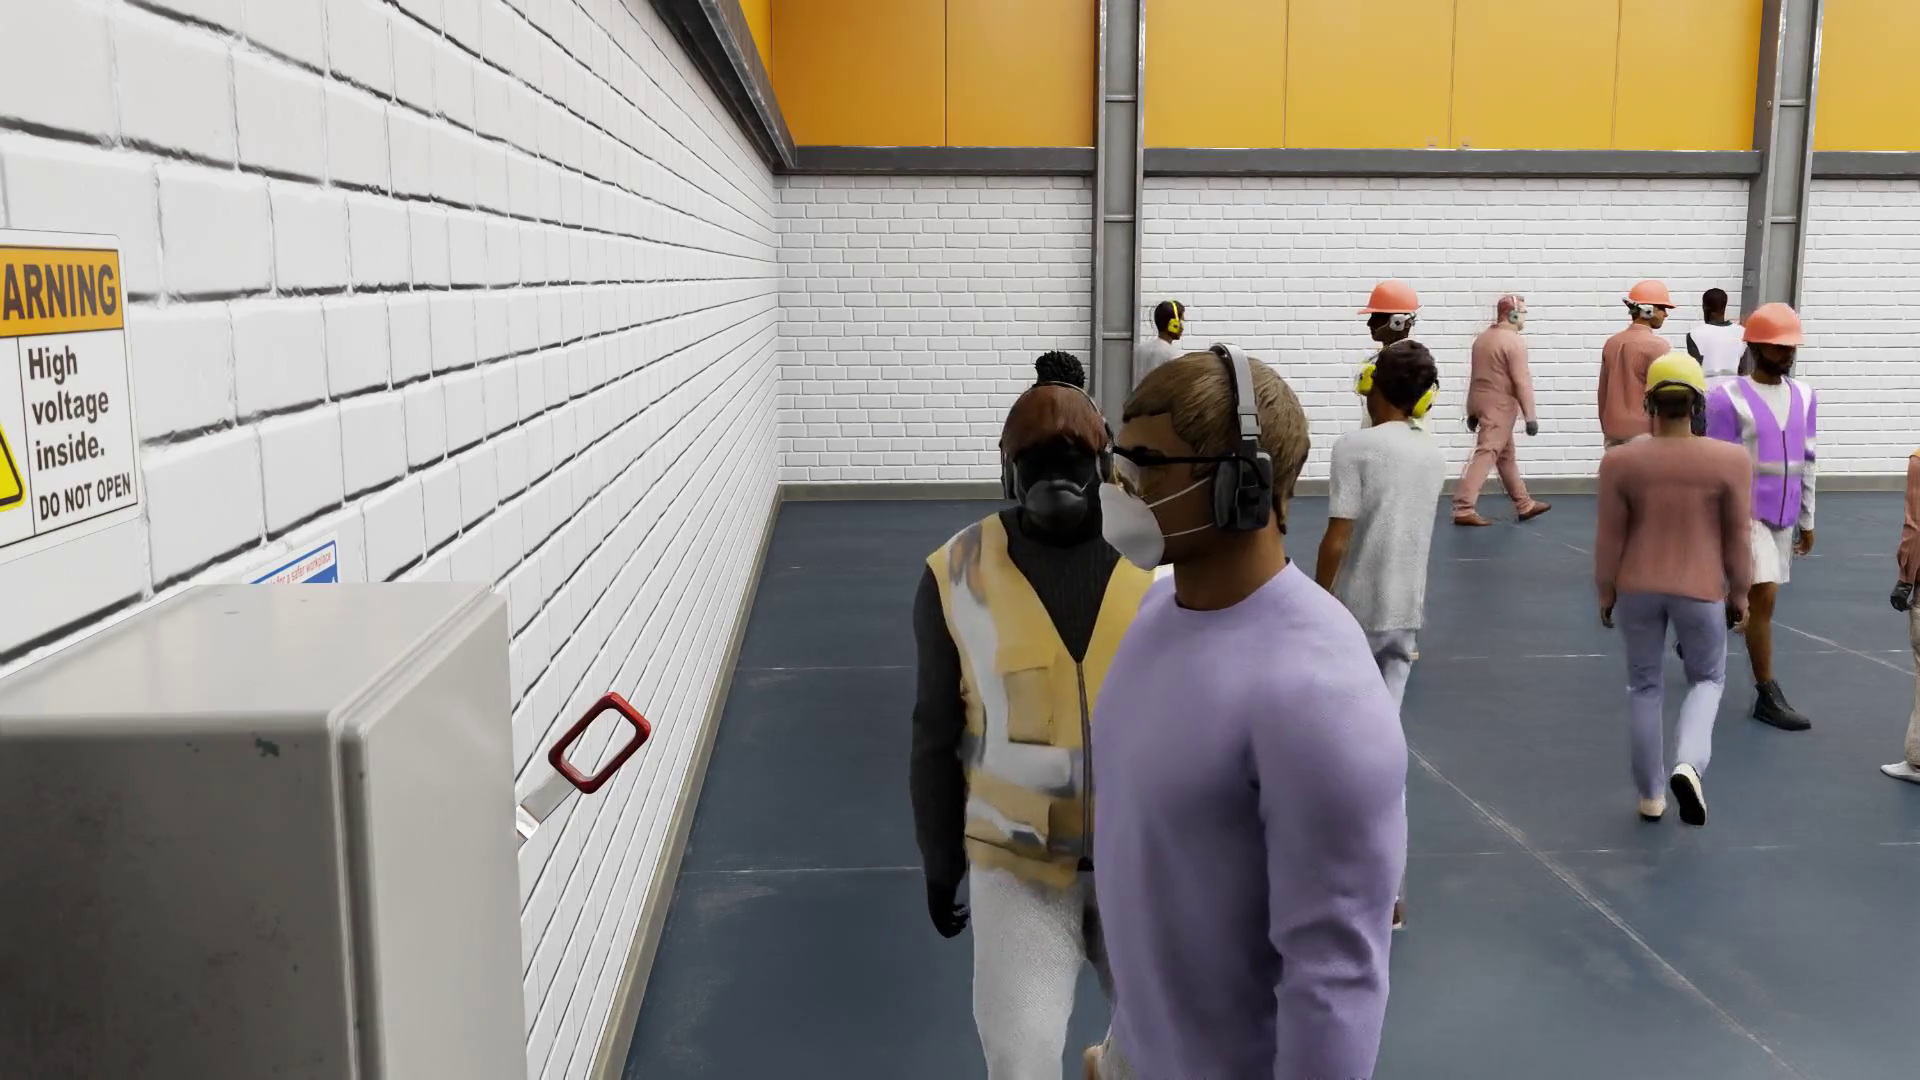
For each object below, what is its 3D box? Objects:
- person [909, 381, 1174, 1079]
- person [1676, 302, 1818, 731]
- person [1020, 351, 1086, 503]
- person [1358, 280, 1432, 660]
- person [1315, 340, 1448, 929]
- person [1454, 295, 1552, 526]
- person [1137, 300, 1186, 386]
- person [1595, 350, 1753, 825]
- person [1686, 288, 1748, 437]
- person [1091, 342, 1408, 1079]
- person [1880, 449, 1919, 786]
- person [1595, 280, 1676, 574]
[{"bbox_3d":[0.224,0.596,3.288,0.659,1.826,0.698,0,9,0],"label":"person"},{"bbox_3d":[3.646,-0.141,7.680,0.552,1.908,0.890,-3,9,-16],"label":"person"},{"bbox_3d":[0.429,0.024,7.284,0.318,1.697,0.533,7,12,38],"label":"person"},{"bbox_3d":[2.268,-0.359,8.755,0.394,1.994,0.612,0,9,3],"label":"person"},{"bbox_3d":[1.268,0.288,5.257,0.618,1.820,0.568,-4,10,-24],"label":"person"},{"bbox_3d":[4.441,-1.036,13.439,0.978,1.853,0.668,-1,9,-8],"label":"person"},{"bbox_3d":[1.476,-0.770,11.834,0.783,1.838,0.522,-6,11,-33],"label":"person"},{"bbox_3d":[2.569,0.195,6.029,0.540,1.749,0.493,5,10,28],"label":"person"},{"bbox_3d":[6.405,-1.175,14.153,0.589,1.910,0.392,-3,9,-16],"label":"person"},{"bbox_3d":[0.329,0.718,2.168,0.371,1.940,0.627,-2,9,-12],"label":"person"},{"bbox_3d":[3.939,0.168,6.561,0.513,1.641,0.307,-1,9,-7],"label":"person"},{"bbox_3d":[4.494,-0.725,11.062,0.392,1.991,0.612,-3,9,-16],"label":"person"}]
